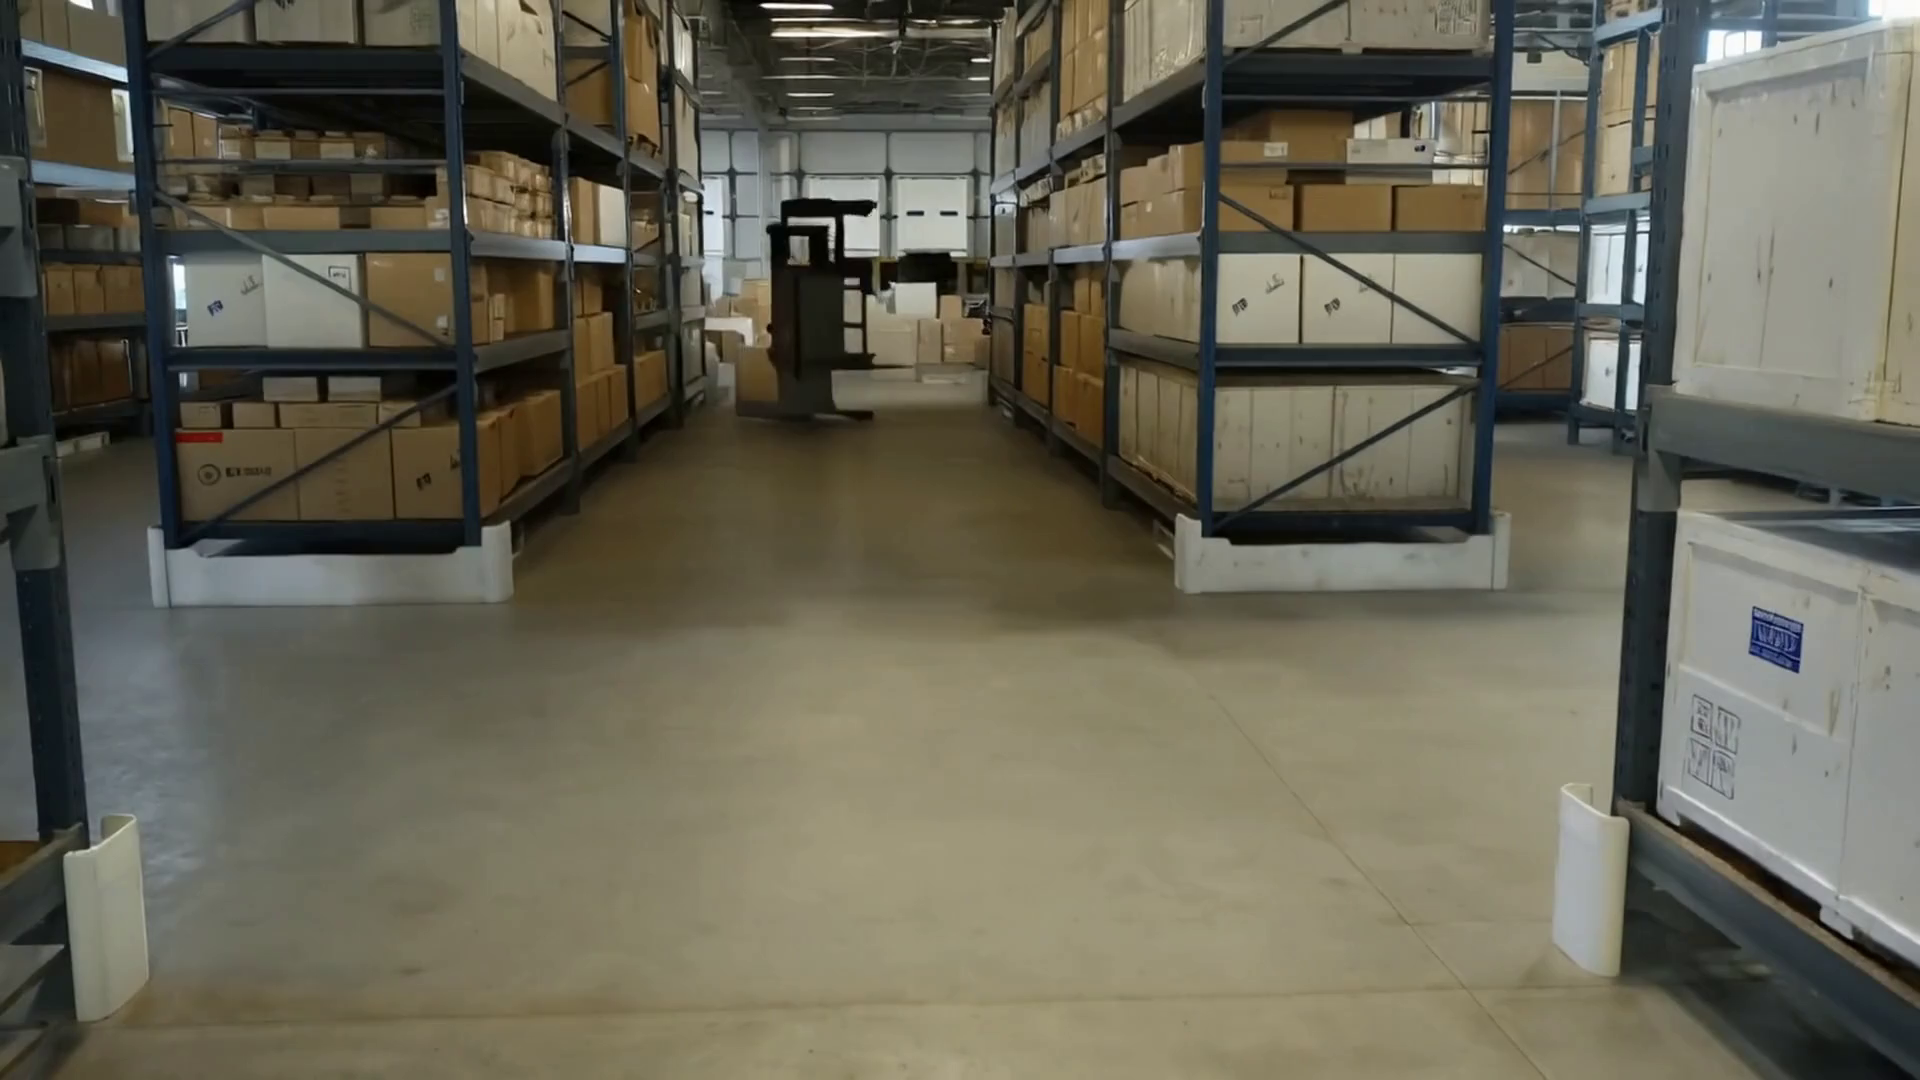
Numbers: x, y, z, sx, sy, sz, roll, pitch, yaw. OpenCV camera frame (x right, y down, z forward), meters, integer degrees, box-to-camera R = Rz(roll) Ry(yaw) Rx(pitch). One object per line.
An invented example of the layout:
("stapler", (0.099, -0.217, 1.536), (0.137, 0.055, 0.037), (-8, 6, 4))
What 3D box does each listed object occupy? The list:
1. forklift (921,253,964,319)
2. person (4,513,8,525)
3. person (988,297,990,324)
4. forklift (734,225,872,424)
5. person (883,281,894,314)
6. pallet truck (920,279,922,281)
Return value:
("forklift", (-0.754, -7.703, 52.695), (1.129, 2.768, 1.873), (-5, 10, -30))
("person", (-7.910, -0.914, 13.442), (0.625, 1.818, 0.743), (3, 9, 17))
("person", (1.066, -6.101, 45.663), (0.558, 1.915, 0.557), (-3, 10, -18))
("forklift", (-2.329, -3.132, 23.998), (1.873, 2.768, 1.129), (9, 12, 43))
("person", (-2.095, -7.090, 51.840), (0.634, 1.929, 0.378), (3, 10, 18))
("pallet truck", (-0.932, -8.922, 63.114), (1.885, 1.965, 0.823), (2, 9, 13))
